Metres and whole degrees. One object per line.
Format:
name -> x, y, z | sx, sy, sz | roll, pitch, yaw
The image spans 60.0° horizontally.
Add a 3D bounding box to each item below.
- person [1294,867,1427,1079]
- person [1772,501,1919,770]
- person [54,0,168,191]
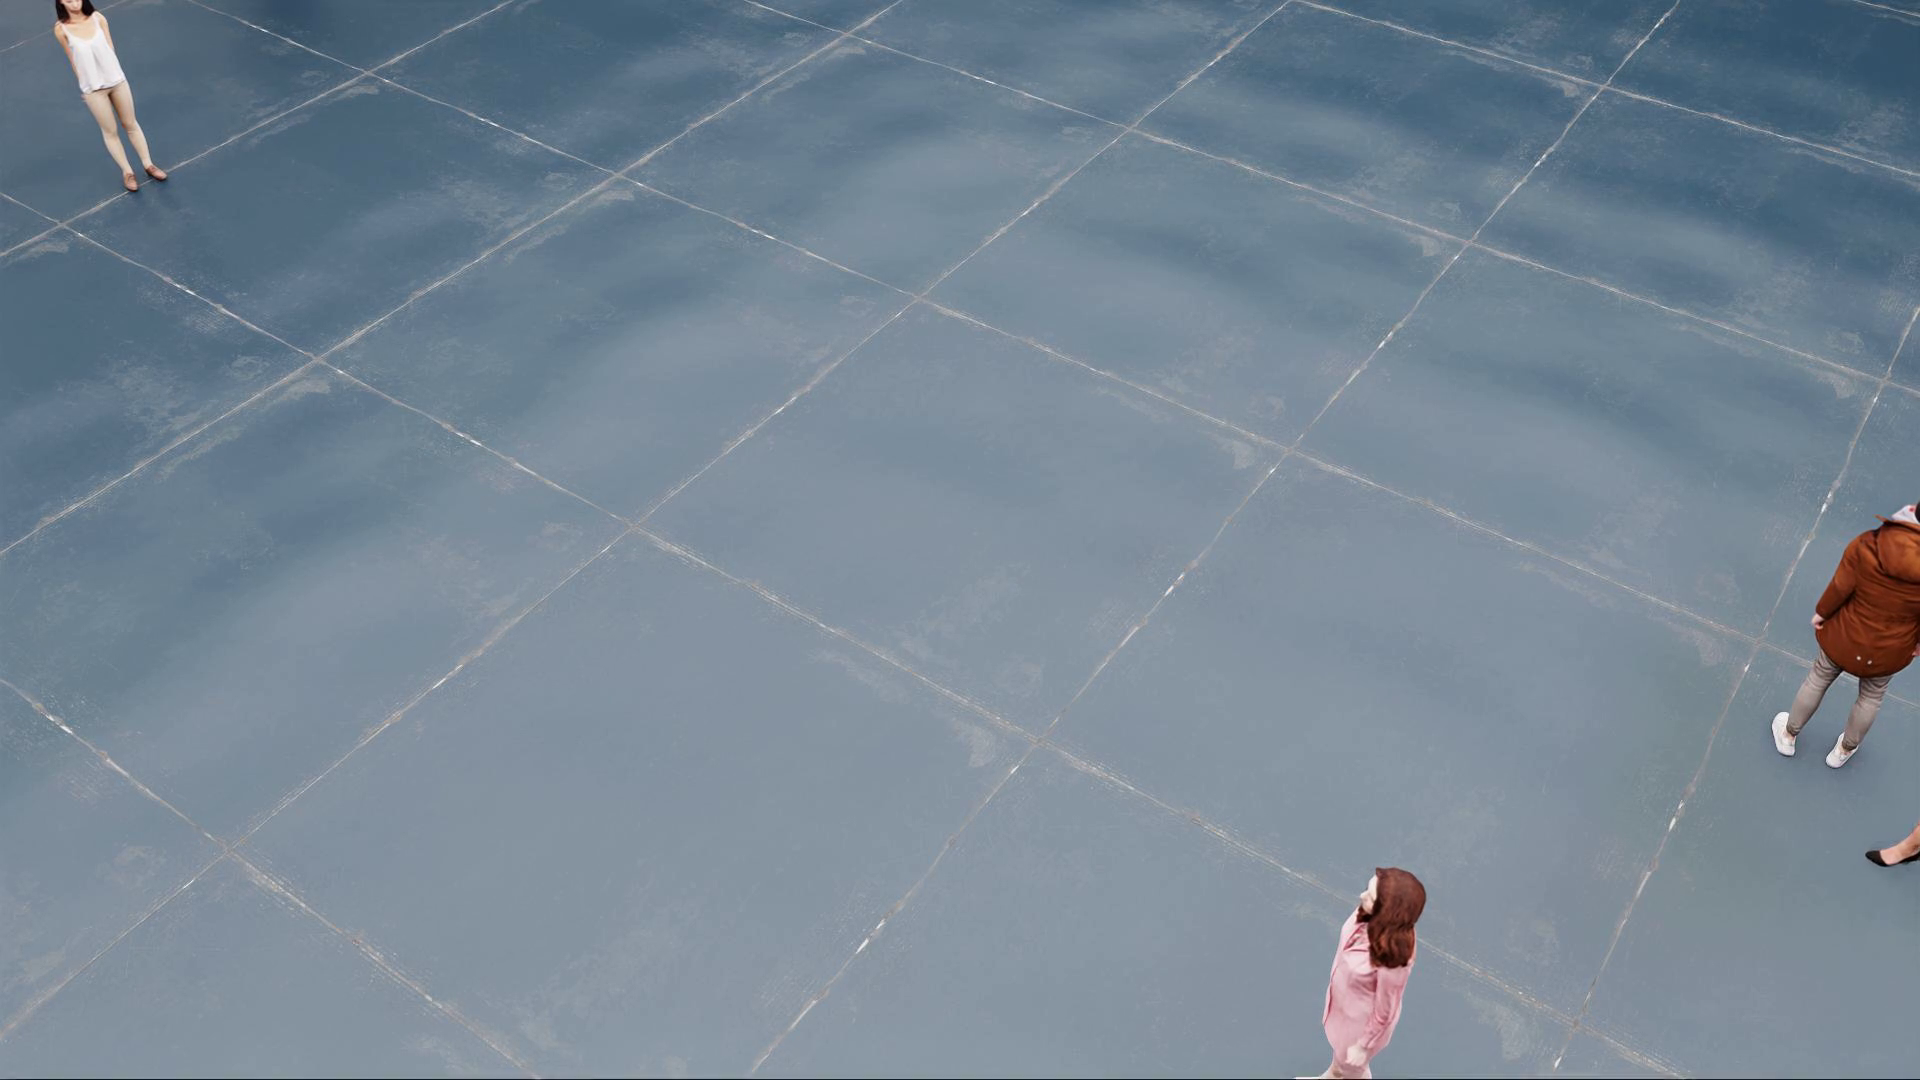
person -> 1.661, 1.914, 6.847 | 0.707, 1.803, 0.693 | 1, 43, 1
person -> 4.597, 0.454, 8.385 | 0.691, 1.837, 0.816 | 18, 46, 18
person -> -6.595, -3.520, 12.776 | 0.566, 1.653, 0.623 | 26, 49, 25
